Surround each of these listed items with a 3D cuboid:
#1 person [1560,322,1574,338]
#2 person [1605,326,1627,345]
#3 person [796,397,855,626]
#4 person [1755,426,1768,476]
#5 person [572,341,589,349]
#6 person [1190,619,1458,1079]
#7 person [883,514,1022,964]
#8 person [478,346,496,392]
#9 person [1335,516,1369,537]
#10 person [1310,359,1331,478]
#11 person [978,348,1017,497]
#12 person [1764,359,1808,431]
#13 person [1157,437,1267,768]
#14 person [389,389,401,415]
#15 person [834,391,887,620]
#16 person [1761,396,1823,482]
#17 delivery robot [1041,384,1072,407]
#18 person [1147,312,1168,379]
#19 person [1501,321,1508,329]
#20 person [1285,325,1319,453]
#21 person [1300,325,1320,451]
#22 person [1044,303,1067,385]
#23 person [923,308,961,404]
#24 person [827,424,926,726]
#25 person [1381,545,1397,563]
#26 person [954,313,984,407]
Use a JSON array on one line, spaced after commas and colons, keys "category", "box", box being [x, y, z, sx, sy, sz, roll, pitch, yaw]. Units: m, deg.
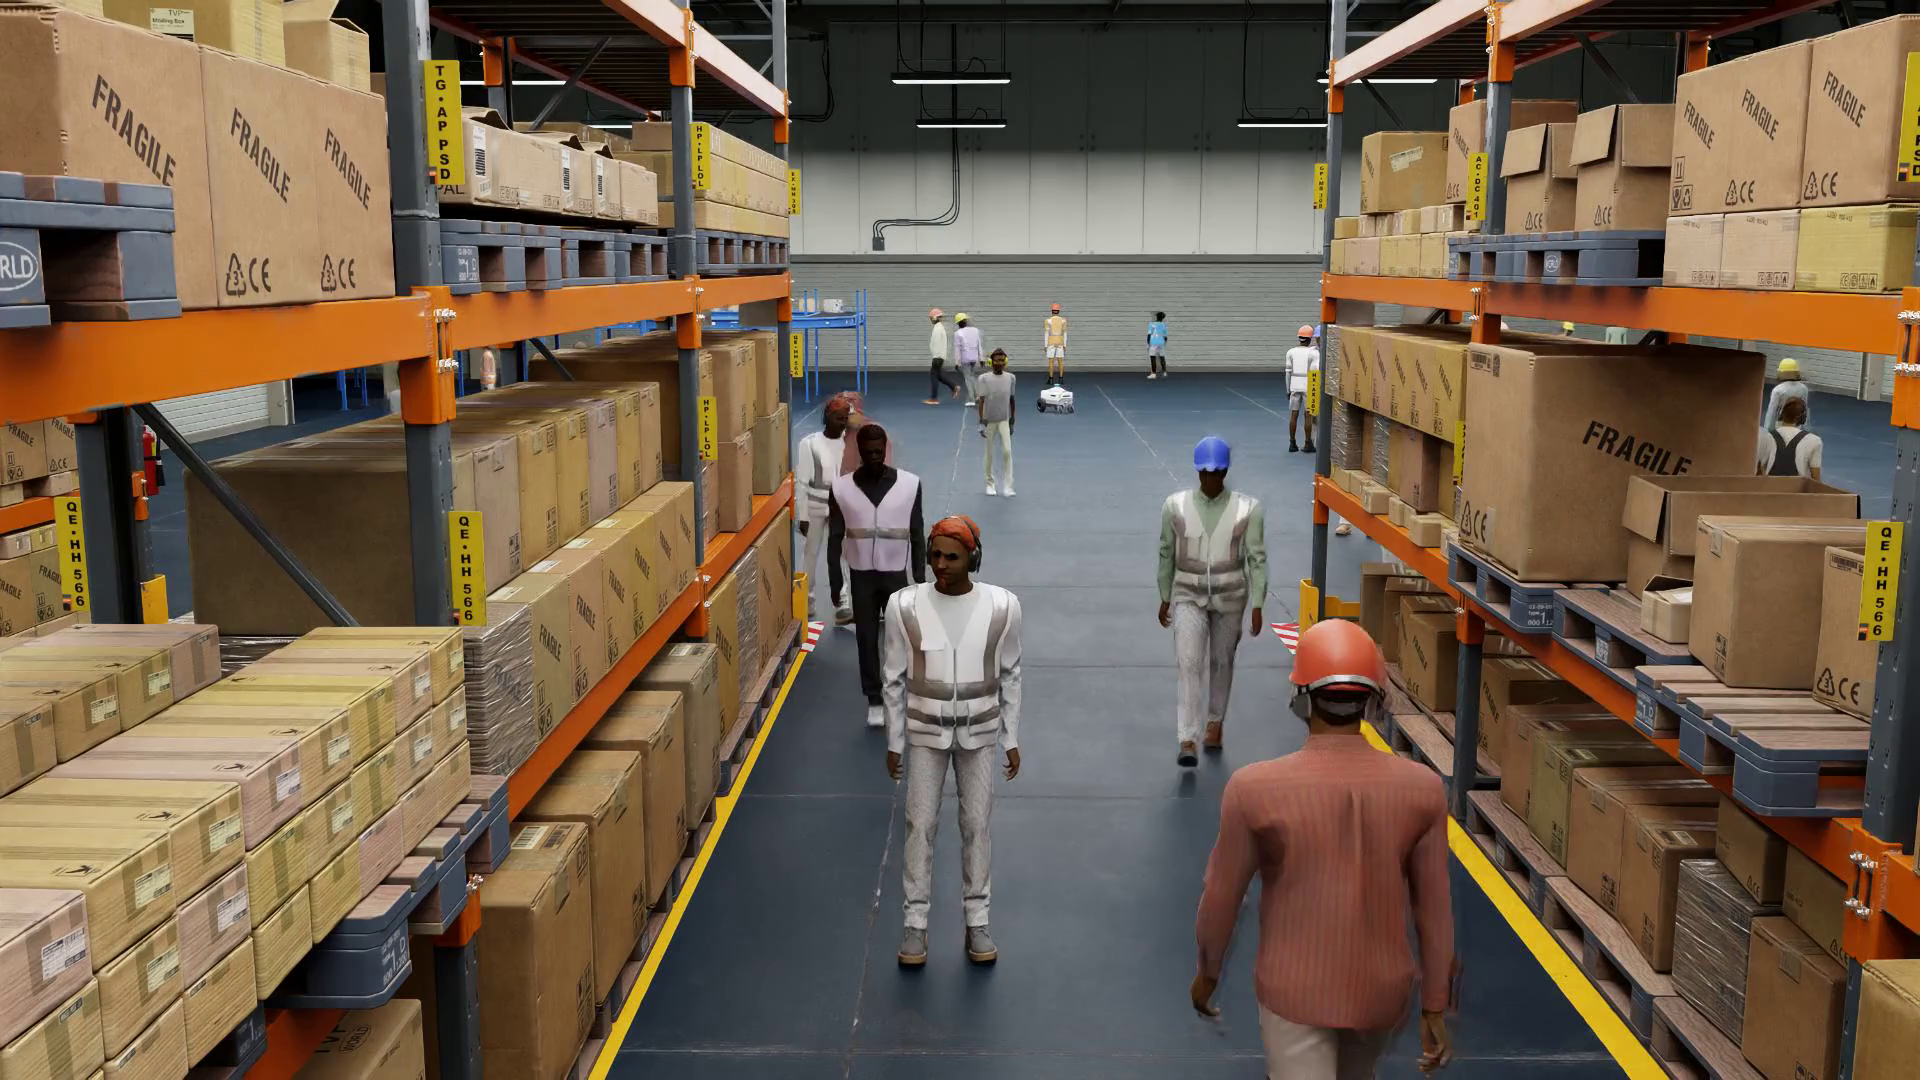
[{"category": "person", "box": [12.279, -3.623, 33.982, 0.523, 1.737, 0.849, -2, 10, -10]}, {"category": "person", "box": [15.735, -4.569, 39.931, 0.504, 1.632, 0.269, 1, 10, 9]}, {"category": "person", "box": [-1.061, -0.241, 13.459, 0.610, 1.826, 0.999, -5, 11, -28]}, {"category": "person", "box": [6.442, -0.327, 13.830, 0.526, 1.865, 0.315, 0, 9, -2]}, {"category": "person", "box": [-4.725, -1.523, 20.817, 0.639, 1.922, 0.458, 0, 9, -3]}, {"category": "person", "box": [0.954, 1.179, 4.542, 0.627, 1.950, 0.922, -2, 10, -11]}, {"category": "person", "box": [-0.030, 0.823, 6.891, 0.575, 1.881, 0.356, -1, 10, -4]}, {"category": "person", "box": [-8.243, -2.748, 29.074, 0.693, 1.619, 0.532, -2, 10, -13]}, {"category": "person", "box": [4.281, -0.961, 17.701, 0.631, 1.843, 0.429, 5, 11, 25]}, {"category": "person", "box": [4.843, -1.700, 21.583, 0.633, 2.020, 0.444, 2, 10, 13]}, {"category": "person", "box": [0.473, -1.442, 20.597, 0.511, 1.838, 0.850, -2, 10, -11]}, {"category": "person", "box": [10.147, -1.378, 20.561, 0.507, 1.718, 0.699, -3, 10, -15]}, {"category": "person", "box": [1.457, 0.352, 9.659, 0.638, 1.891, 0.983, 2, 10, 11]}, {"category": "person", "box": [-6.093, -1.047, 18.292, 0.534, 1.826, 0.971, 4, 10, 20]}, {"category": "person", "box": [-0.818, -0.264, 13.431, 0.511, 1.866, 0.715, -4, 10, -25]}, {"category": "person", "box": [6.836, -0.292, 13.848, 0.562, 1.803, 0.916, 6, 11, 32]}, {"category": "delivery robot", "box": [1.885, -2.795, 32.373, 0.477, 0.478, 0.707, -5, 11, -29]}, {"category": "person", "box": [4.975, -4.864, 41.612, 0.593, 1.667, 0.370, -4, 10, -21]}, {"category": "person", "box": [11.647, -4.115, 36.398, 0.646, 1.905, 0.405, 2, 10, 13]}, {"category": "person", "box": [5.284, -2.325, 25.577, 0.552, 1.937, 0.356, 6, 11, 32]}, {"category": "person", "box": [5.541, -2.322, 25.529, 0.605, 1.949, 0.400, 8, 12, 38]}, {"category": "person", "box": [2.273, -4.693, 39.764, 0.553, 1.935, 0.361, -2, 10, -12]}, {"category": "person", "box": [-0.378, -3.797, 34.325, 0.688, 1.966, 0.648, 1, 10, 5]}, {"category": "person", "box": [-0.518, 0.219, 10.432, 0.634, 1.903, 0.450, 0, 9, -3]}, {"category": "person", "box": [3.693, -0.309, 14.470, 0.648, 1.606, 0.542, -8, 12, -40]}, {"category": "person", "box": [0.144, -3.640, 33.626, 0.664, 1.879, 0.506, -7, 12, -37]}]
